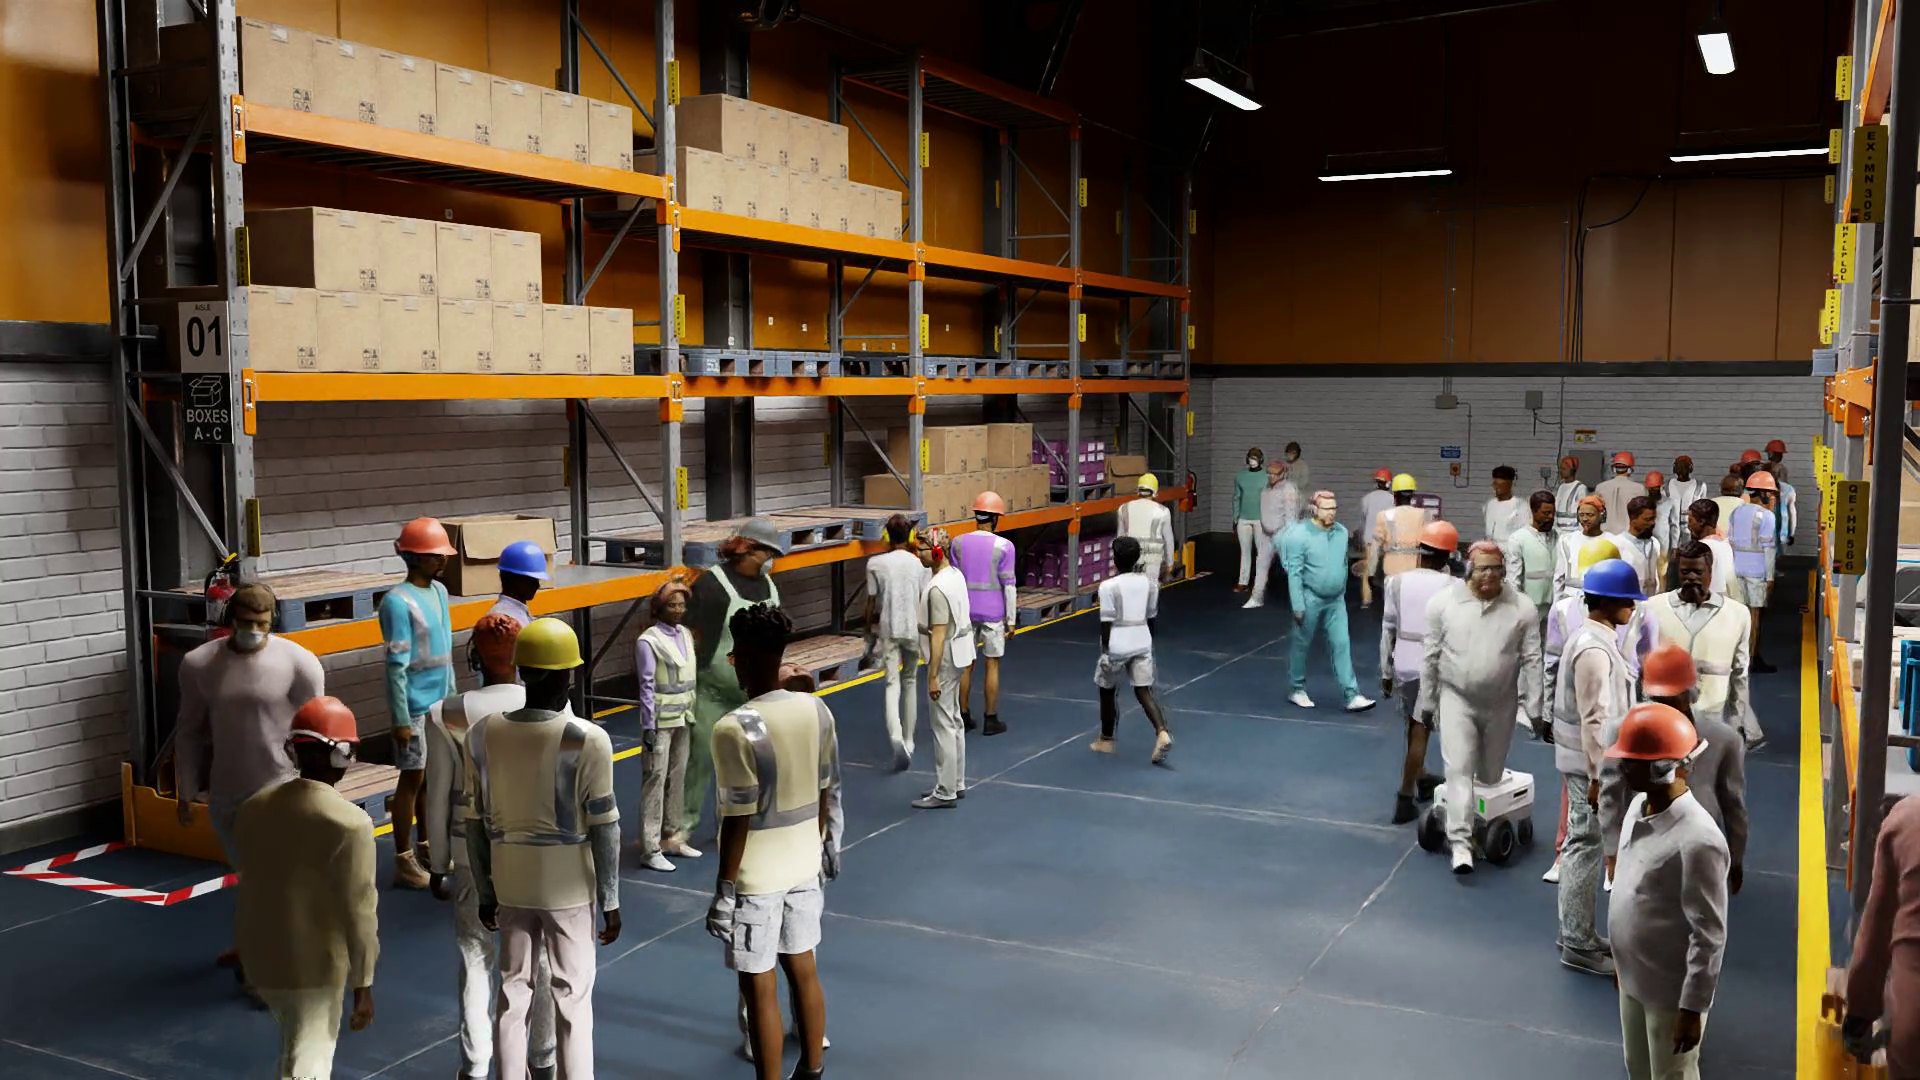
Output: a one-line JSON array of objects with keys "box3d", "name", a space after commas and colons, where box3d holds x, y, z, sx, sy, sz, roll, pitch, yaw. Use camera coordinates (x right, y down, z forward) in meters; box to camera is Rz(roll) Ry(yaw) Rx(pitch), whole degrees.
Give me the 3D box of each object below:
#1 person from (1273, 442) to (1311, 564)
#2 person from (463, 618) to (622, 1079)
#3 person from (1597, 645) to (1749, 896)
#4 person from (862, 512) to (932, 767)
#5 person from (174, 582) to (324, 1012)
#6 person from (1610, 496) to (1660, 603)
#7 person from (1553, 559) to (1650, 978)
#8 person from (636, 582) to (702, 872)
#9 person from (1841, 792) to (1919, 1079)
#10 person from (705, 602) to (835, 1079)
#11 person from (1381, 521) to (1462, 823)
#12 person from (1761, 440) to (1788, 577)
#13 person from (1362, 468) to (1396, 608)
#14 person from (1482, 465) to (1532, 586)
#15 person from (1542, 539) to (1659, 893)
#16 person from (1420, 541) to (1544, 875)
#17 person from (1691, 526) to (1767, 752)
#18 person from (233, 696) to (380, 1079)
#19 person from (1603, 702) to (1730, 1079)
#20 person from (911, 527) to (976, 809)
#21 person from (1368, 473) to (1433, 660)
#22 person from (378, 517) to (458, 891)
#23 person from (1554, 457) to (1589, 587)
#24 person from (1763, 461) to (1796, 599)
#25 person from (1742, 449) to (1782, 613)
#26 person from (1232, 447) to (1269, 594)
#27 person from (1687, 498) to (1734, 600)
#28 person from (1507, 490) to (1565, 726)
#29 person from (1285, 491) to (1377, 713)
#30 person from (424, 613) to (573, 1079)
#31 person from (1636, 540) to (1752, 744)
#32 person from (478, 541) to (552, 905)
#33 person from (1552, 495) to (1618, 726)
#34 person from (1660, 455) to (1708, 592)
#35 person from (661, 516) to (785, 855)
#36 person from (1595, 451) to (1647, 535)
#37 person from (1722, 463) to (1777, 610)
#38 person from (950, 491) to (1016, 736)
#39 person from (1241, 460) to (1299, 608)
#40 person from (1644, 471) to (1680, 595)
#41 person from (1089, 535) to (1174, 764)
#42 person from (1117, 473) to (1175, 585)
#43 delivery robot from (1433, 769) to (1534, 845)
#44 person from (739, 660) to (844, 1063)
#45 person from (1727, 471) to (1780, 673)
[{"box3d": [5.021, -0.527, 25.119, 0.468, 1.903, 0.650, -5, 7, -43], "name": "person"}, {"box3d": [-1.480, 1.237, 5.966, 0.589, 1.927, 0.369, 1, 5, 14], "name": "person"}, {"box3d": [2.882, 1.274, 6.770, 0.562, 1.698, 0.951, 3, 6, 29], "name": "person"}, {"box3d": [-0.443, 0.718, 12.139, 0.540, 1.833, 0.881, -1, 5, -5], "name": "person"}, {"box3d": [-3.195, 1.113, 7.567, 0.674, 1.897, 0.732, 0, 5, 2], "name": "person"}, {"box3d": [5.195, 0.608, 12.870, 0.598, 1.908, 0.410, -4, 7, -35], "name": "person"}, {"box3d": [3.009, 1.054, 7.846, 0.404, 1.943, 0.616, 2, 6, 19], "name": "person"}, {"box3d": [-1.666, 1.053, 9.512, 0.311, 1.635, 0.526, 2, 6, 21], "name": "person"}, {"box3d": [2.859, 1.391, 4.656, 0.471, 1.863, 0.692, -3, 6, -28], "name": "person"}, {"box3d": [-0.705, 1.205, 6.109, 0.362, 1.963, 0.613, 3, 6, 32], "name": "person"}, {"box3d": [3.037, 0.820, 10.651, 0.550, 1.883, 0.952, 5, 7, 42], "name": "person"}, {"box3d": [11.594, -0.445, 23.780, 0.611, 1.985, 0.412, -2, 6, -23], "name": "person"}, {"box3d": [5.242, -0.023, 20.576, 0.721, 1.728, 0.568, -5, 7, -42], "name": "person"}, {"box3d": [5.766, 0.167, 17.465, 0.918, 1.938, 0.609, -3, 6, -33], "name": "person"}, {"box3d": [3.472, 0.949, 9.068, 0.594, 1.924, 0.382, 4, 6, 34], "name": "person"}, {"box3d": [2.951, 0.949, 9.364, 0.667, 1.861, 0.959, 1, 5, 9], "name": "person"}, {"box3d": [5.789, 0.732, 12.585, 0.636, 1.732, 0.573, 2, 6, 23], "name": "person"}, {"box3d": [-2.155, 1.389, 5.538, 0.648, 1.709, 0.740, 3, 6, 26], "name": "person"}, {"box3d": [2.219, 1.384, 5.321, 0.335, 1.747, 0.573, 0, 5, 0], "name": "person"}, {"box3d": [-0.100, 0.831, 10.846, 0.394, 1.836, 0.560, 1, 5, 10], "name": "person"}, {"box3d": [4.343, 0.295, 16.316, 0.599, 1.902, 0.828, -1, 5, -12], "name": "person"}, {"box3d": [-2.925, 0.891, 9.117, 0.396, 2.041, 0.612, 1, 5, 7], "name": "person"}, {"box3d": [7.450, -0.078, 20.362, 0.358, 1.883, 0.572, -1, 5, -11], "name": "person"}, {"box3d": [10.197, -0.099, 21.019, 0.877, 1.804, 0.611, -4, 7, -40], "name": "person"}, {"box3d": [9.564, -0.103, 20.107, 0.647, 1.985, 0.445, 1, 5, 14], "name": "person"}, {"box3d": [3.871, -0.252, 21.924, 0.635, 1.939, 0.366, 4, 6, 34], "name": "person"}, {"box3d": [5.608, 0.643, 12.485, 0.405, 1.907, 0.601, 4, 7, 39], "name": "person"}, {"box3d": [4.678, 0.546, 13.525, 0.606, 1.909, 0.399, -3, 6, -29], "name": "person"}, {"box3d": [3.064, 0.528, 13.901, 0.677, 1.858, 0.950, -2, 6, -24], "name": "person"}, {"box3d": [-1.781, 1.217, 6.481, 0.568, 1.878, 0.351, -3, 6, -27], "name": "person"}, {"box3d": [3.987, 0.950, 9.106, 0.591, 1.917, 0.379, 2, 6, 21], "name": "person"}, {"box3d": [-2.336, 0.971, 8.771, 0.401, 1.938, 0.602, -1, 5, -7], "name": "person"}, {"box3d": [5.009, 0.582, 13.245, 0.583, 1.882, 0.338, 4, 7, 36], "name": "person"}, {"box3d": [8.976, -0.111, 20.703, 0.584, 1.882, 0.339, 3, 6, 30], "name": "person"}, {"box3d": [-1.357, 0.825, 9.802, 0.569, 2.000, 0.828, 5, 7, 43], "name": "person"}, {"box3d": [7.738, -0.045, 19.487, 0.612, 1.985, 0.410, 5, 7, 41], "name": "person"}, {"box3d": [8.826, 0.085, 18.618, 0.587, 1.885, 0.899, 0, 5, 2], "name": "person"}, {"box3d": [0.192, 0.579, 13.100, 0.550, 1.923, 0.390, 2, 6, 22], "name": "person"}, {"box3d": [3.979, -0.071, 20.547, 0.982, 1.853, 0.678, -3, 6, -28], "name": "person"}, {"box3d": [8.182, 0.053, 19.648, 0.573, 1.746, 0.345, 3, 6, 31], "name": "person"}, {"box3d": [1.256, 0.793, 12.131, 0.538, 1.667, 0.797, -3, 6, -30], "name": "person"}, {"box3d": [2.030, 0.187, 17.869, 0.612, 1.808, 0.684, 2, 6, 24], "name": "person"}, {"box3d": [3.089, 1.514, 9.794, 0.477, 0.478, 0.707, 5, 7, 43], "name": "delivery robot"}, {"box3d": [-0.722, 1.302, 6.844, 0.516, 1.631, 0.332, -3, 6, -25], "name": "person"}, {"box3d": [7.628, 0.305, 15.961, 0.375, 1.933, 0.550, -2, 6, -16], "name": "person"}]
